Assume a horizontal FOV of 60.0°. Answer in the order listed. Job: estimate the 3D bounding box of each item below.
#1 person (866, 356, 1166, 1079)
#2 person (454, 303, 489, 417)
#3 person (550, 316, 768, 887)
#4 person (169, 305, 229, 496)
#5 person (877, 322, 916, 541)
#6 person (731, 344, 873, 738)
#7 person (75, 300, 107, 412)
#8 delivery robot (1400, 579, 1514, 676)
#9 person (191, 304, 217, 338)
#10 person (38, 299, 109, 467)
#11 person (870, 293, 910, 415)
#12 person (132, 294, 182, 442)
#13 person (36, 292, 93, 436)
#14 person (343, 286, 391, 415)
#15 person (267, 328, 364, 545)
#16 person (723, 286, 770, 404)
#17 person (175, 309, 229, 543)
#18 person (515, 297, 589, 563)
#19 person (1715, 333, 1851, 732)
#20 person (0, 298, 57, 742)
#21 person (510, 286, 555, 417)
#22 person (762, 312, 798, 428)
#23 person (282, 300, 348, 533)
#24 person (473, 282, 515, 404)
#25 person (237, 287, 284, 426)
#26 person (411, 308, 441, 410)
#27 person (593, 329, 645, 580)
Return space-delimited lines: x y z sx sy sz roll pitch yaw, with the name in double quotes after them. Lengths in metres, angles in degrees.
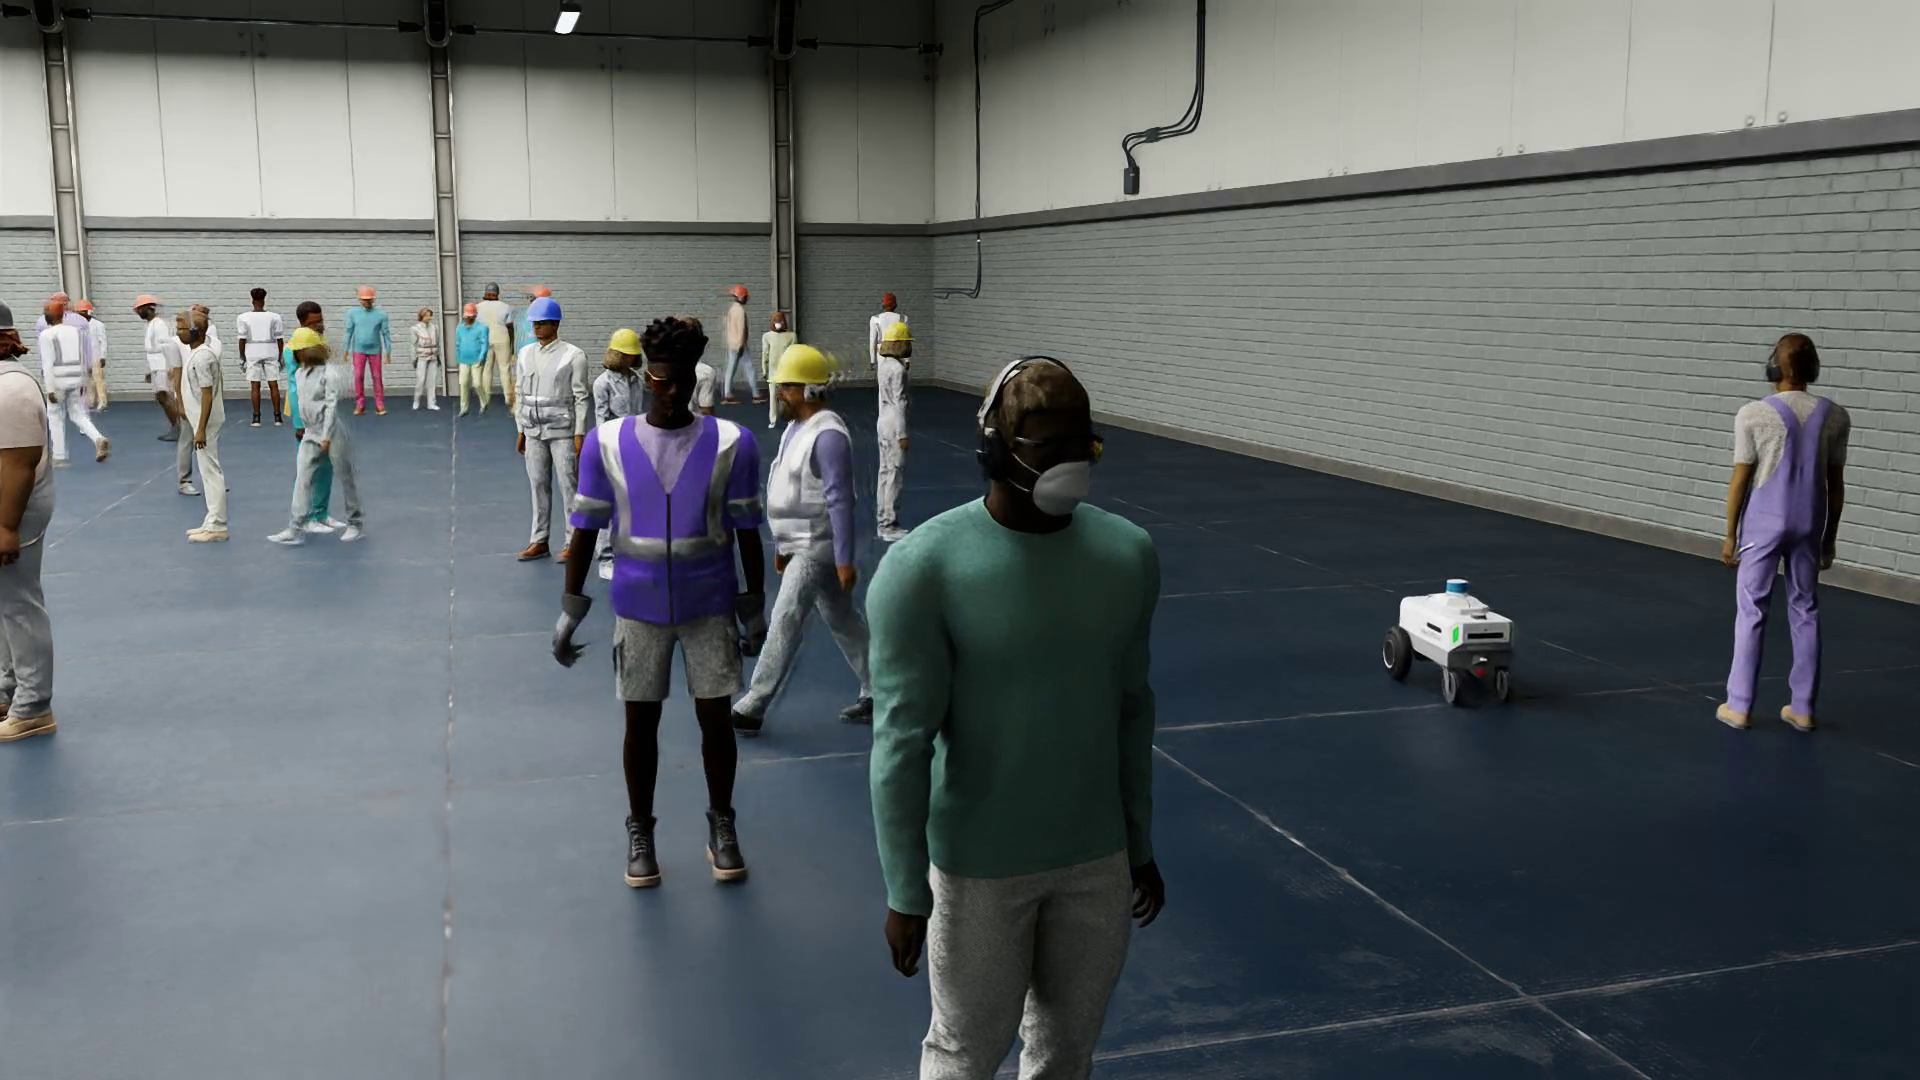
0.126 0.619 3.183 0.638 1.937 0.356 -5 10 -31 "person"
-7.381 -2.722 25.154 0.574 1.727 0.459 1 9 9 "person"
-1.022 0.220 5.676 0.718 1.953 0.393 -1 9 -6 "person"
-7.375 -1.349 16.090 0.408 1.833 0.563 4 10 26 "person"
-0.503 -0.863 13.292 0.327 1.740 0.489 -3 9 -17 "person"
-0.705 0.003 7.598 0.956 1.782 0.611 -3 9 -18 "person"
-13.662 -2.879 26.087 0.574 1.749 0.333 2 9 14 "person"
2.501 0.443 8.396 0.477 0.478 0.707 -1 9 -8 "delivery robot"
-11.887 -2.841 26.060 0.532 1.690 0.322 -1 9 -5 "person"
-9.839 -1.722 18.368 0.708 1.861 0.588 3 10 20 "person"
-1.002 -2.595 23.860 0.579 1.881 0.342 0 9 -3 "person"
-10.294 -2.206 21.364 0.490 1.888 0.600 -7 12 -40 "person"
-11.873 -2.329 22.093 0.643 1.909 0.410 -6 10 -32 "person"
-9.087 -2.895 25.489 0.697 1.982 0.440 -2 9 -15 "person"
-5.022 -0.798 12.968 0.508 1.687 0.874 4 10 25 "person"
-3.570 -3.246 27.735 0.913 1.957 0.634 -5 10 -29 "person"
-6.000 -0.898 13.163 0.346 1.845 0.505 -4 10 -24 "person"
-3.005 -0.803 12.225 0.602 1.949 0.387 3 9 20 "person"
3.797 -0.026 7.671 0.506 1.829 0.340 1 9 4 "person"
-4.404 -0.114 7.537 0.538 2.000 0.681 -7 11 -37 "person"
-6.362 -2.839 25.132 1.105 1.970 0.621 -7 11 -39 "person"
-2.504 -2.362 23.202 0.504 1.626 0.285 0 9 -1 "person"
-5.336 -1.008 13.679 0.405 1.910 0.606 1 9 7 "person"
-7.792 -3.301 27.867 0.674 2.000 0.535 -1 9 -6 "person"
-9.909 -2.596 23.607 0.613 1.963 0.361 -5 10 -27 "person"
-8.522 -2.874 26.455 0.432 1.626 0.537 6 10 32 "person"
-2.327 -0.594 11.568 0.330 1.735 0.490 5 10 28 "person"
